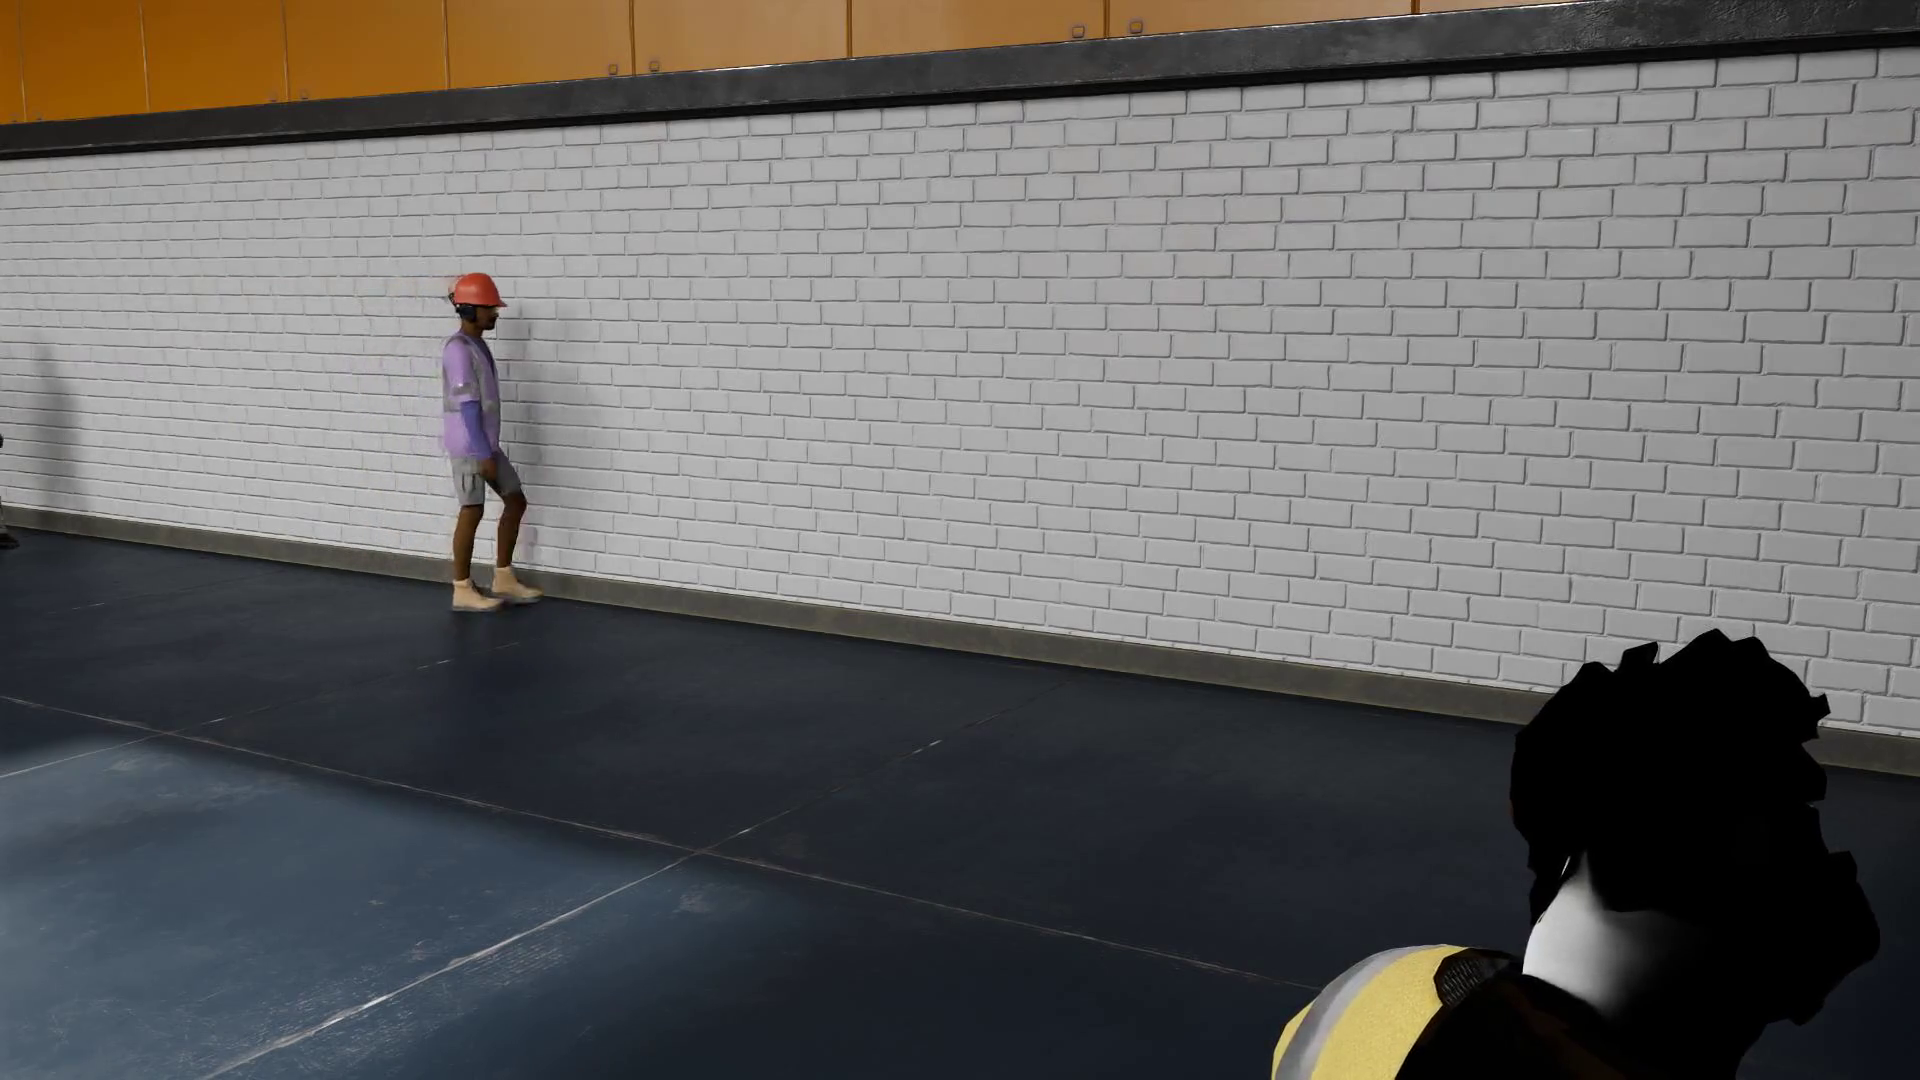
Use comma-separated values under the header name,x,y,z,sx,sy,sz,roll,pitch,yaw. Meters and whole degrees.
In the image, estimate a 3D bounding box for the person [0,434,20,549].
name,x,y,z,sx,sy,sz,roll,pitch,yaw
person,-7.362,-0.818,12.261,0.753,1.785,0.519,1,9,4

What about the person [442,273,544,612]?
name,x,y,z,sx,sy,sz,roll,pitch,yaw
person,-2.772,-0.564,9.903,0.649,2.024,0.625,0,9,0

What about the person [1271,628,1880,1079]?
name,x,y,z,sx,sy,sz,roll,pitch,yaw
person,0.430,0.941,1.072,0.429,1.844,0.626,-3,10,-17
